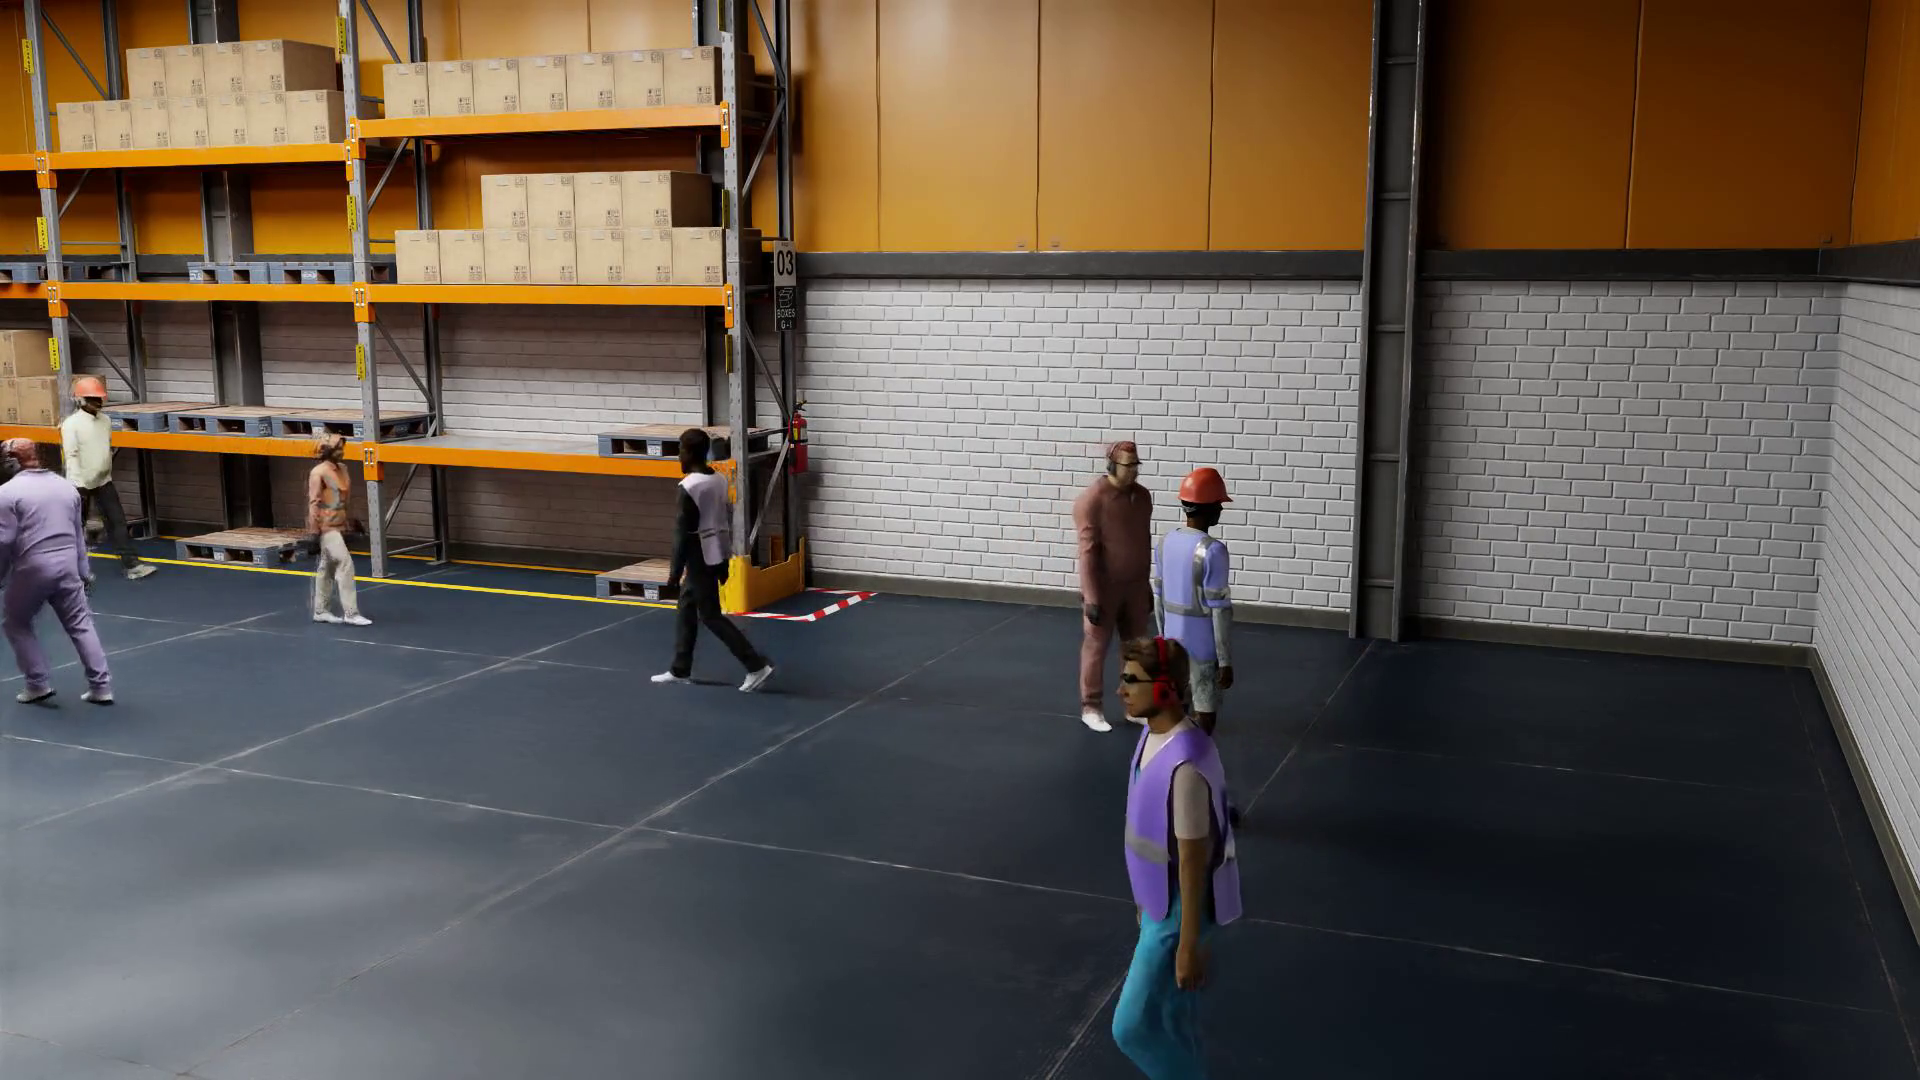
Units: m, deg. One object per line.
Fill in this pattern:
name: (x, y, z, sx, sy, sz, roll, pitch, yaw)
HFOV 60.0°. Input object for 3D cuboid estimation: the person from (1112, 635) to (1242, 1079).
person: (0.685, 1.212, 5.435, 0.446, 1.825, 0.592, 0, 9, -2)

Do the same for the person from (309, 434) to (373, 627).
person: (-5.158, -0.082, 13.908, 0.686, 1.612, 0.522, 0, 9, 1)

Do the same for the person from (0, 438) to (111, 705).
person: (-6.230, 0.237, 11.287, 0.757, 1.848, 0.661, 4, 10, 21)

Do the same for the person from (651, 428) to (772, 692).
person: (-1.766, 0.146, 11.753, 0.937, 1.885, 0.600, 2, 10, 15)

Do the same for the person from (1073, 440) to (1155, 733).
person: (1.027, 0.297, 10.778, 0.659, 1.905, 0.423, -7, 12, -37)

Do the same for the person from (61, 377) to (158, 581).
person: (-8.158, -0.556, 15.774, 0.960, 1.946, 0.647, 3, 10, 15)

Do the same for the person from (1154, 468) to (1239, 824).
person: (1.286, 0.573, 8.979, 0.356, 1.937, 0.552, -6, 11, -33)
